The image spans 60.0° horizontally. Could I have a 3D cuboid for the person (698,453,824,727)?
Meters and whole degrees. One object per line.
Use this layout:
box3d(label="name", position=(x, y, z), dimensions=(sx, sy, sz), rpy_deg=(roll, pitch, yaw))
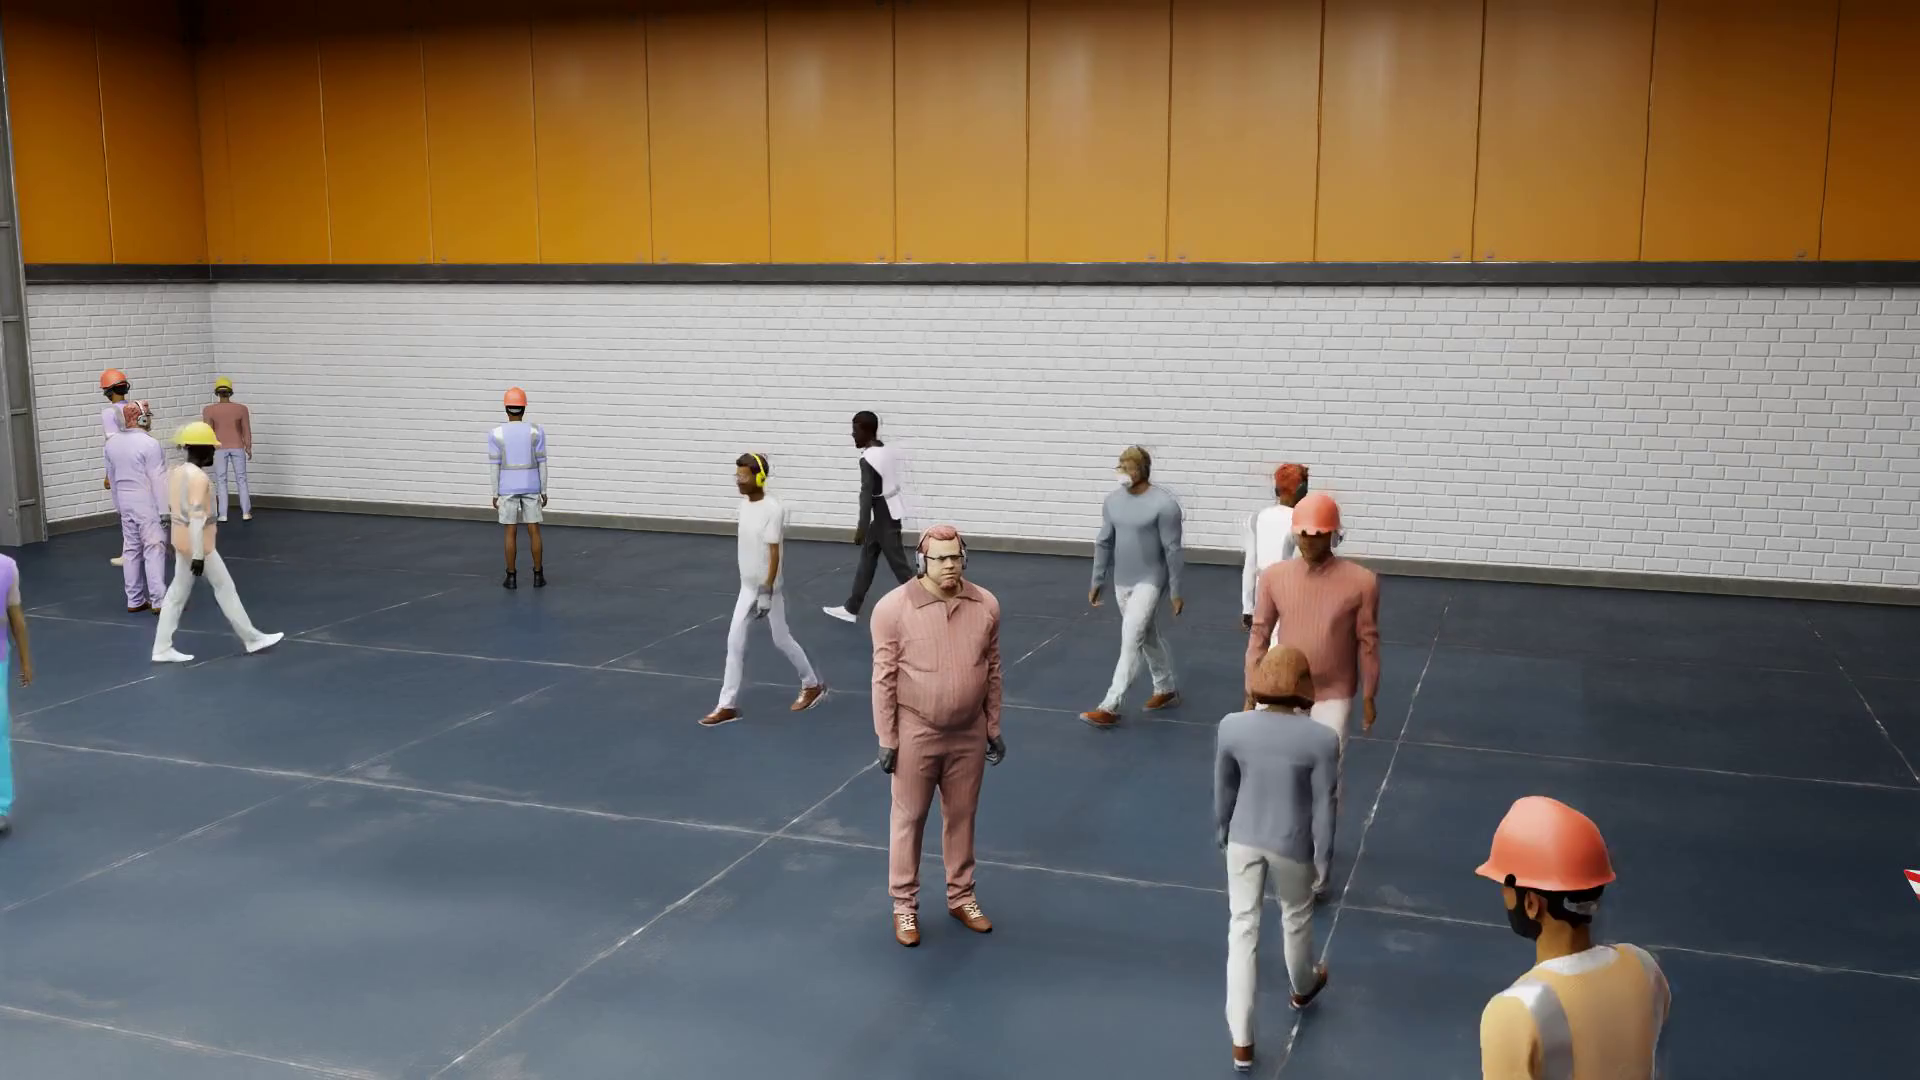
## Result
box3d(label="person", position=(-1.332, 0.313, 11.292), dimensions=(0.514, 1.834, 0.956), rpy_deg=(8, 12, 42))

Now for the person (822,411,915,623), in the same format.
box3d(label="person", position=(-0.703, -0.176, 14.210), dimensions=(0.950, 1.861, 0.618), rpy_deg=(1, 9, 6))

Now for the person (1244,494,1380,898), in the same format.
box3d(label="person", position=(1.690, 0.754, 8.168), dimensions=(0.639, 1.946, 0.957), rpy_deg=(5, 10, 27))

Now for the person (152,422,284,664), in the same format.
box3d(label="person", position=(-5.889, 0.016, 12.977), dimensions=(0.978, 1.870, 0.610), rpy_deg=(-8, 12, -40))

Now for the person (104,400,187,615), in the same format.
box3d(label="person", position=(-7.233, -0.288, 14.767), dimensions=(0.639, 1.910, 0.407), rpy_deg=(4, 10, 24))

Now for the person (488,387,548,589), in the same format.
box3d(label="person", position=(-4.228, -0.493, 15.947), dimensions=(0.544, 1.939, 0.355), rpy_deg=(-3, 10, -19))

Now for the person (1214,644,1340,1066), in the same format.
box3d(label="person", position=(1.246, 1.190, 6.555), dimensions=(0.523, 1.583, 0.857), rpy_deg=(4, 10, 26))

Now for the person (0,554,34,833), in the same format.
box3d(label="person", position=(-5.360, 0.699, 9.012), dimensions=(0.600, 1.790, 0.971), rpy_deg=(-5, 10, -28))

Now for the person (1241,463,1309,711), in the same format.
box3d(label="person", position=(2.126, 0.432, 10.522), dimensions=(0.971, 1.836, 0.599), rpy_deg=(-6, 11, -32))

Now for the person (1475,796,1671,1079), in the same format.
box3d(label="person", position=(1.292, 1.495, 3.789), dimensions=(0.568, 1.886, 0.903), rpy_deg=(-5, 10, -26))

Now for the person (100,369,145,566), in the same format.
box3d(label="person", position=(-8.664, -0.749, 17.215), dimensions=(0.395, 2.040, 0.609), rpy_deg=(1, 9, 6))

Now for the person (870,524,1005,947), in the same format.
box3d(label="person", position=(-0.083, 0.873, 7.567), dimensions=(0.638, 1.909, 0.408), rpy_deg=(-4, 10, -24))

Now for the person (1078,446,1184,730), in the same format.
box3d(label="person", position=(1.173, 0.299, 11.210), dimensions=(1.051, 1.880, 0.657), rpy_deg=(-8, 12, -40))

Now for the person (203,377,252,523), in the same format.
box3d(label="person", position=(-8.895, -1.095, 20.217), dimensions=(0.533, 1.765, 0.326), rpy_deg=(-5, 10, -29))
